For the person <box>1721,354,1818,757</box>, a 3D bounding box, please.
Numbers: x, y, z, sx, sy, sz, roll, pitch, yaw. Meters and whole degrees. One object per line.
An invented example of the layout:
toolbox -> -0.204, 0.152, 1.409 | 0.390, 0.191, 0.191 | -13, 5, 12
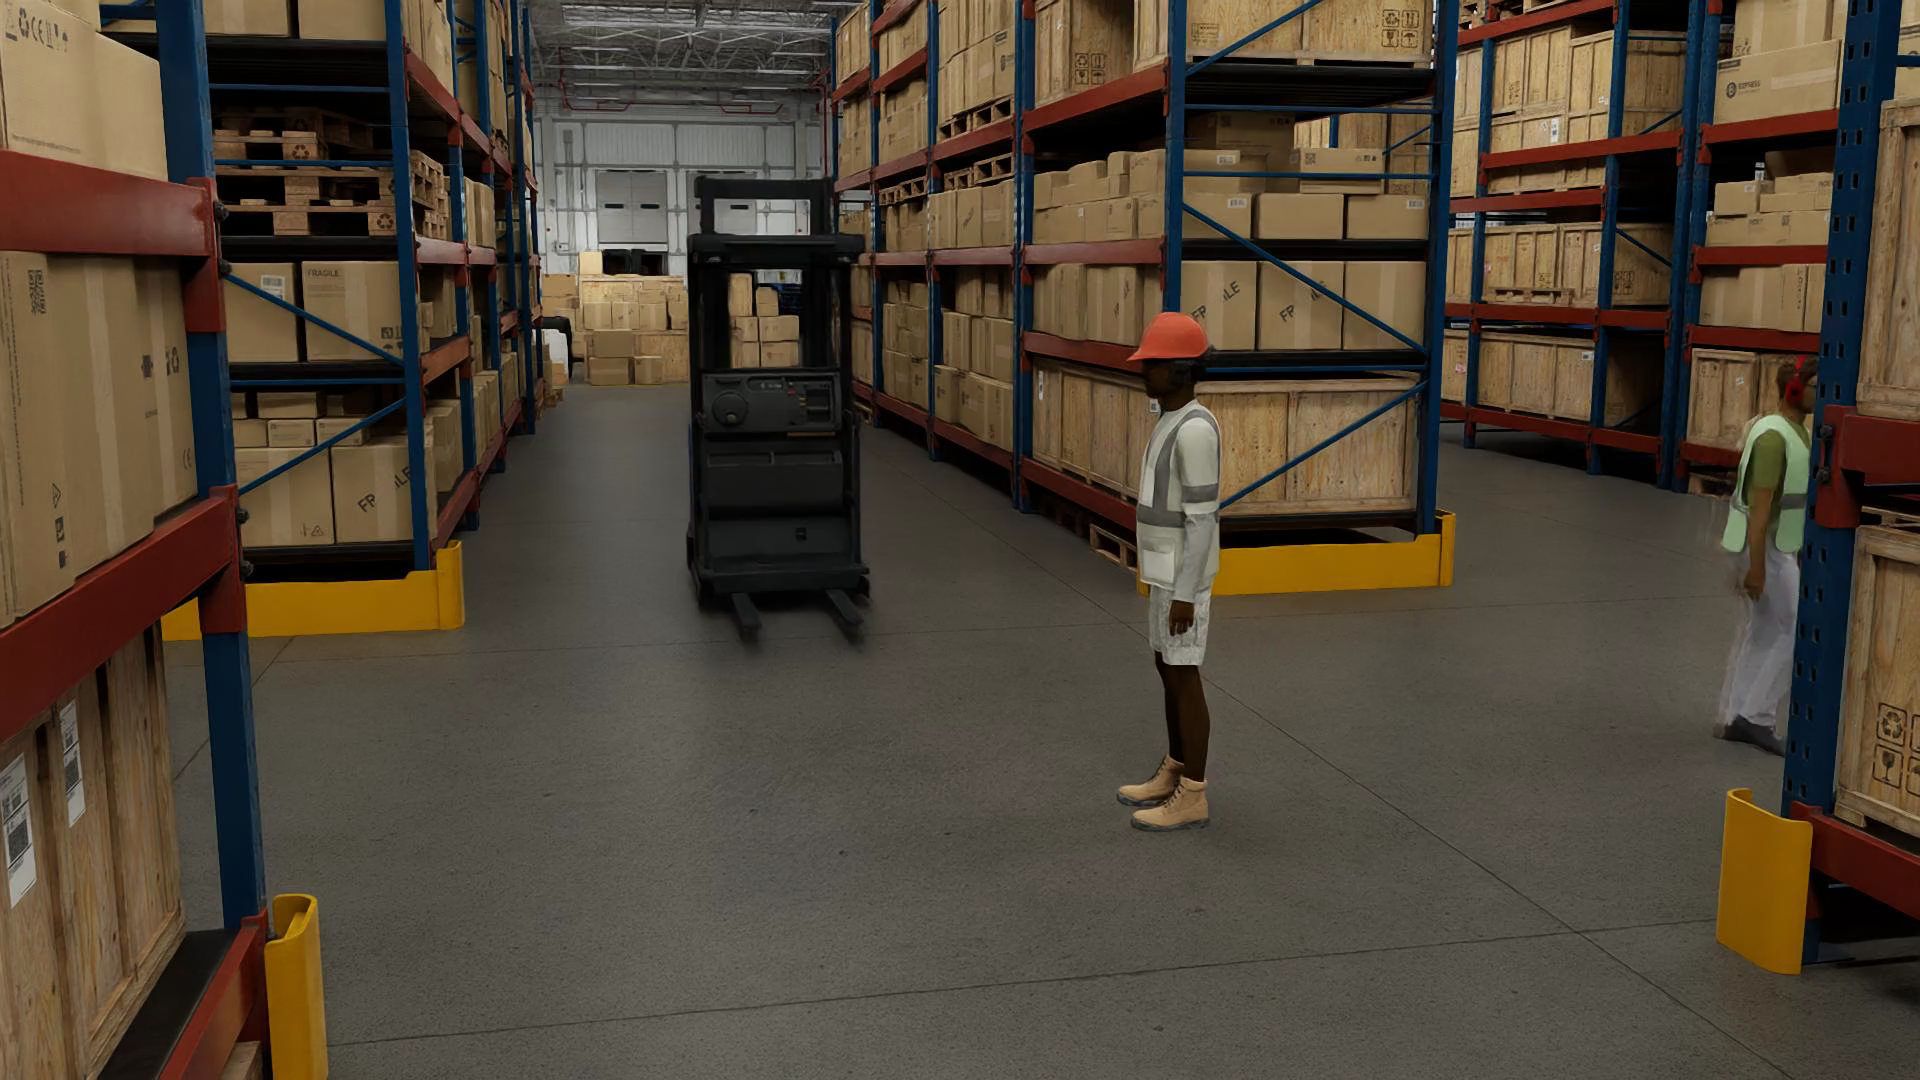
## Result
person -> 3.750, 0.073, 7.567 | 0.505, 1.826, 0.589 | 7, 11, 35

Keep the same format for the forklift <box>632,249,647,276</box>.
forklift -> -10.652, -8.274, 55.253 | 1.873, 2.768, 1.129 | -1, 9, -5

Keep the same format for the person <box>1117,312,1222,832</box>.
person -> 0.830, 0.128, 6.586 | 0.373, 2.043, 0.615 | -1, 9, -3

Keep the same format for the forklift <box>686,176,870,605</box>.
forklift -> -1.339, -1.102, 11.543 | 1.129, 2.768, 1.873 | -2, 10, -12
